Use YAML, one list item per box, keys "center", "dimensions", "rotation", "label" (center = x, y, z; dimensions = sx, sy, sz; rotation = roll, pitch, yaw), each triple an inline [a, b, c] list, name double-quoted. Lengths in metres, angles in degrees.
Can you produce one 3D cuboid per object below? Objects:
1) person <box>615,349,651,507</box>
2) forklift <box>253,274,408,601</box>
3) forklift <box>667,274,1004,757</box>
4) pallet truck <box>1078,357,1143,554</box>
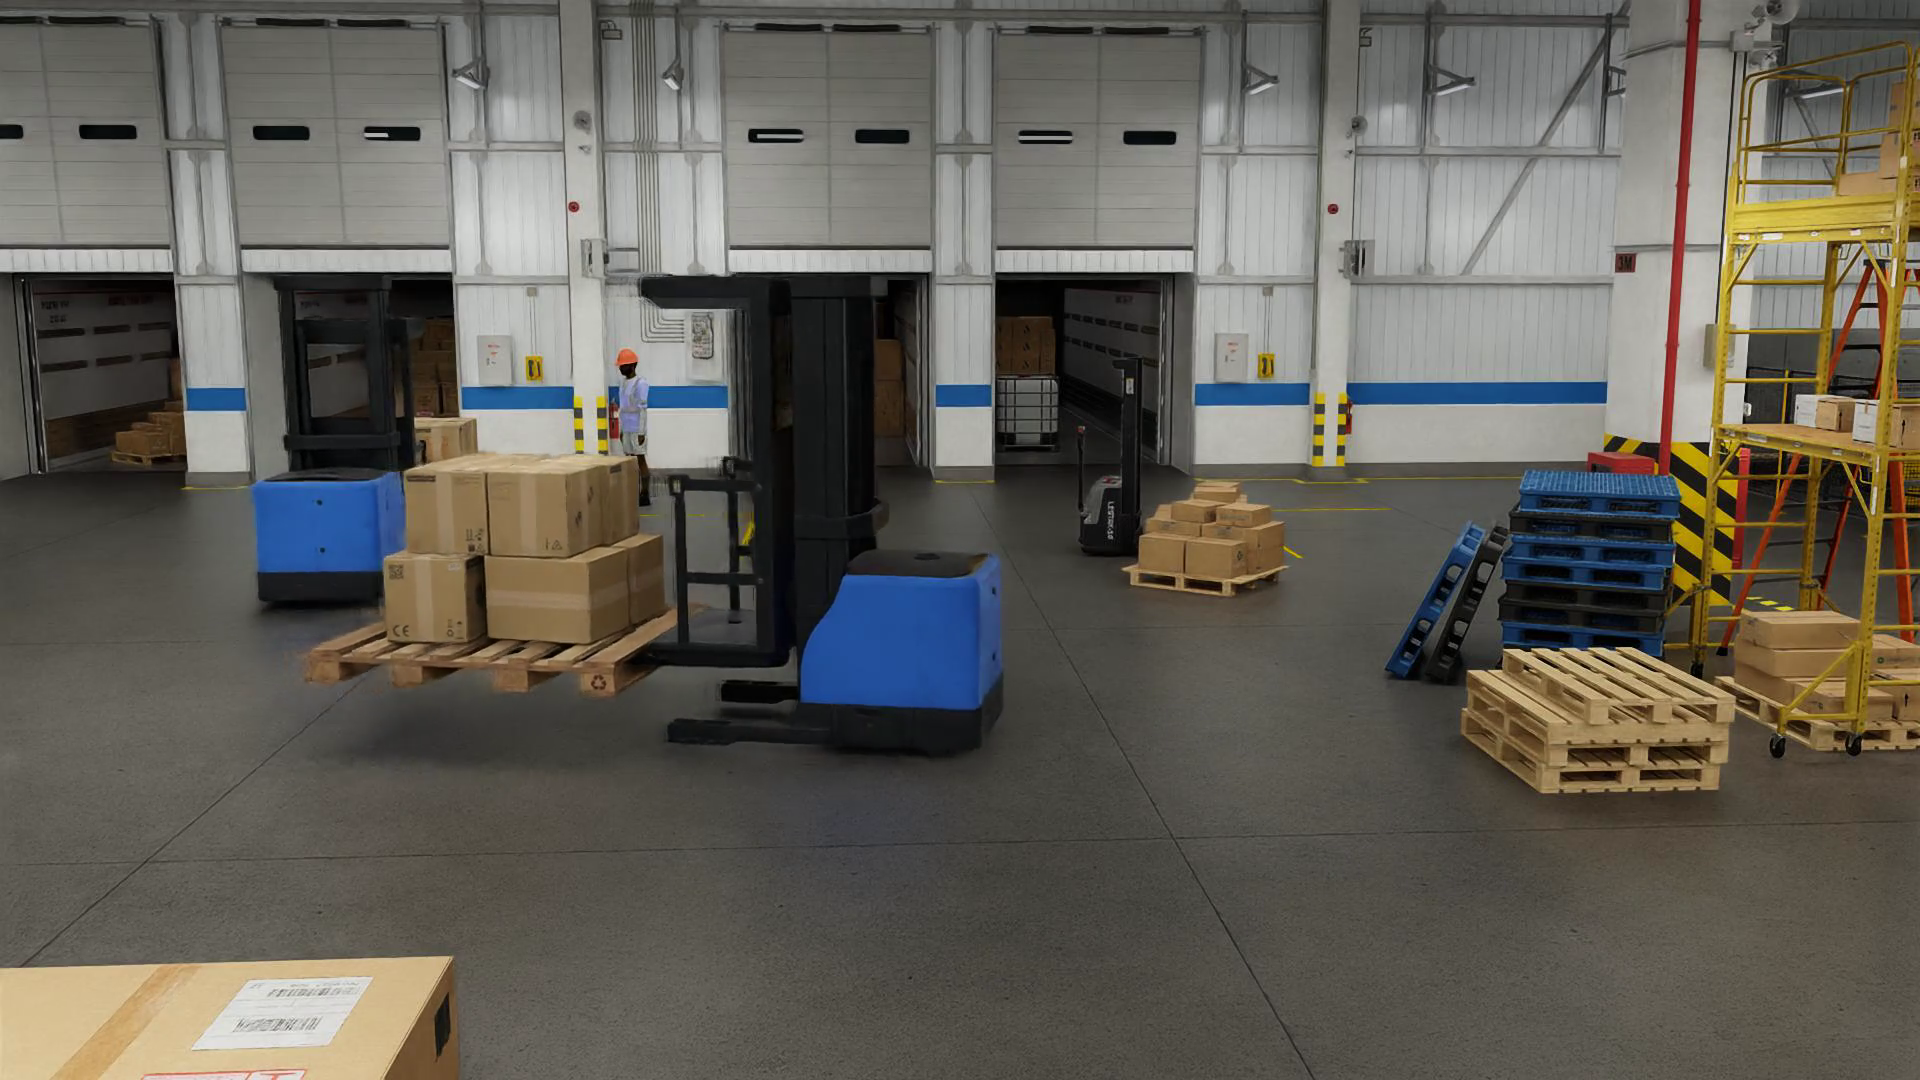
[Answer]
- center: [-4.012, -1.366, 20.309]
  dimensions: [0.389, 1.930, 0.544]
  rotation: [-8, 12, -41]
  label: "person"
- center: [-5.494, -0.962, 14.785]
  dimensions: [1.129, 2.768, 1.873]
  rotation: [-1, 9, -4]
  label: "forklift"
- center: [-0.719, -0.210, 10.065]
  dimensions: [1.873, 2.768, 1.129]
  rotation: [2, 9, 10]
  label: "forklift"
- center: [2.088, -0.836, 16.757]
  dimensions: [1.885, 1.965, 0.823]
  rotation: [2, 9, 13]
  label: "pallet truck"
